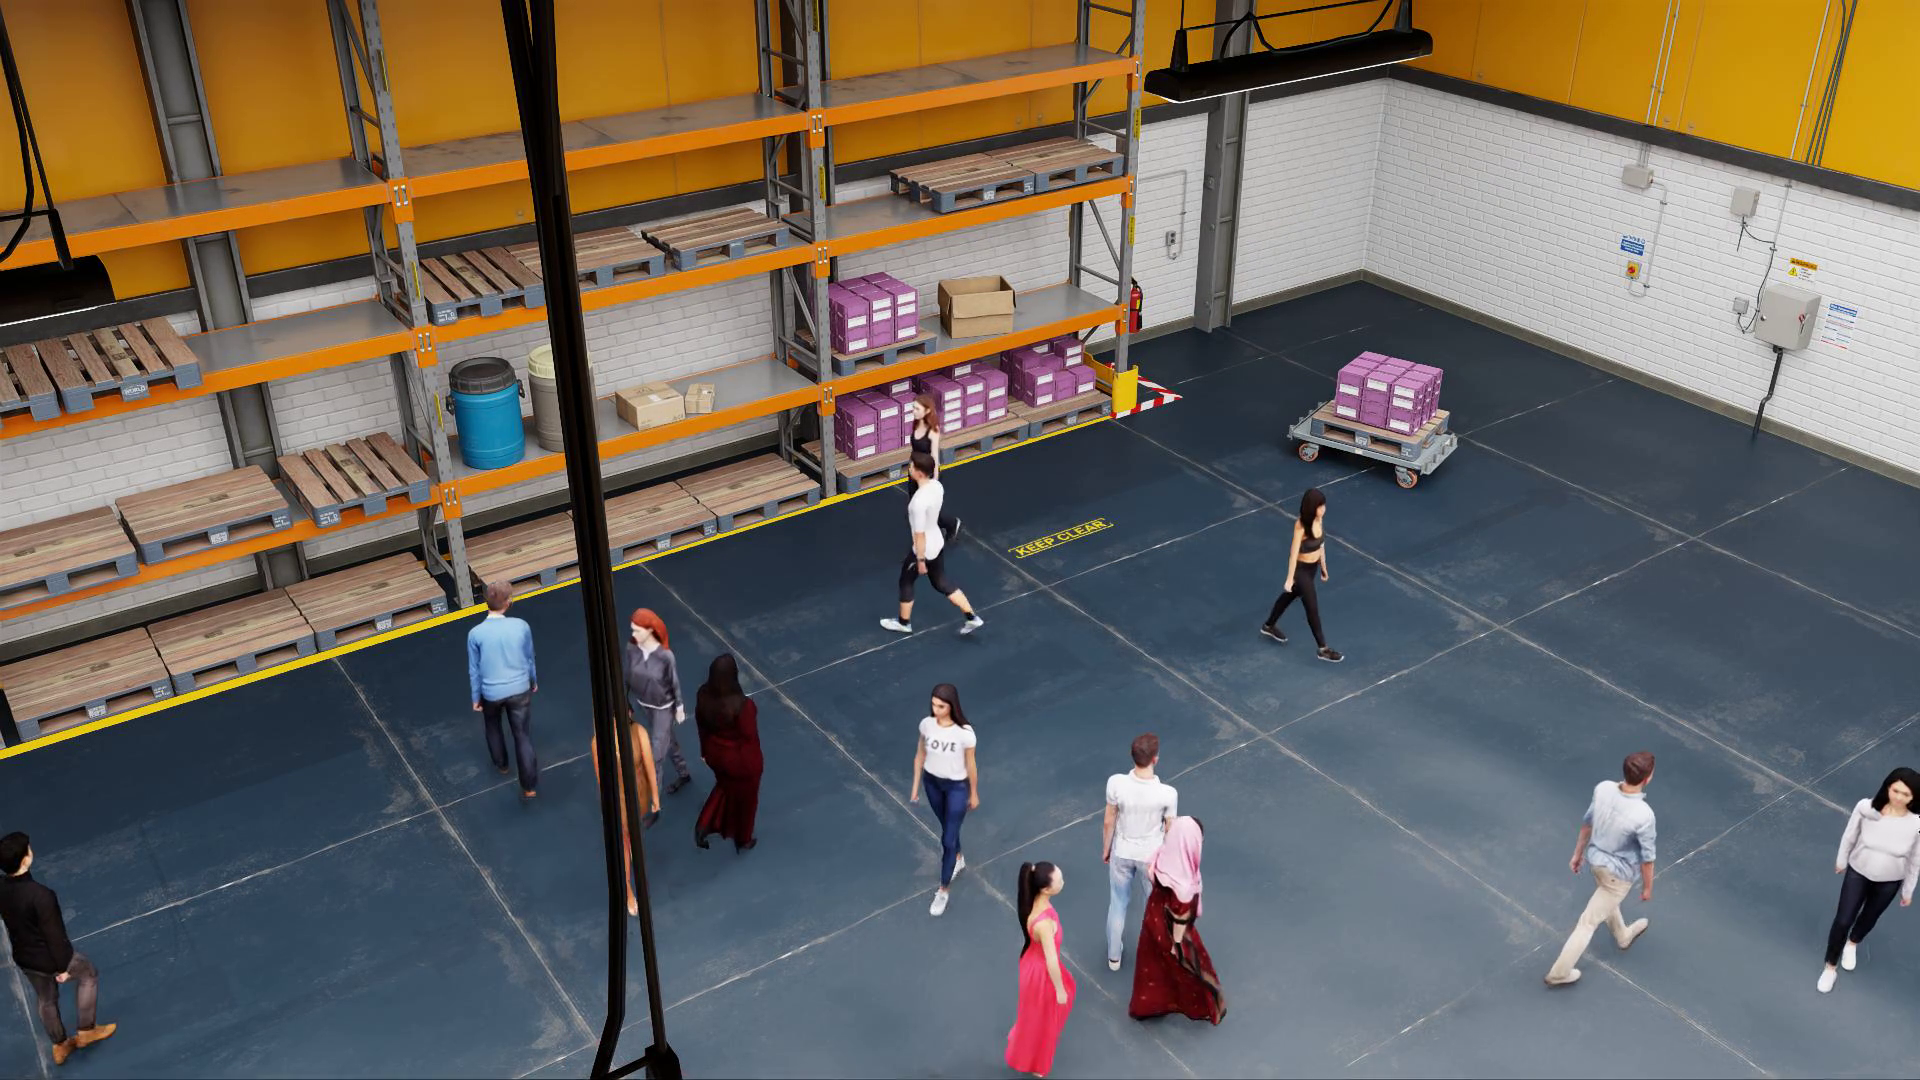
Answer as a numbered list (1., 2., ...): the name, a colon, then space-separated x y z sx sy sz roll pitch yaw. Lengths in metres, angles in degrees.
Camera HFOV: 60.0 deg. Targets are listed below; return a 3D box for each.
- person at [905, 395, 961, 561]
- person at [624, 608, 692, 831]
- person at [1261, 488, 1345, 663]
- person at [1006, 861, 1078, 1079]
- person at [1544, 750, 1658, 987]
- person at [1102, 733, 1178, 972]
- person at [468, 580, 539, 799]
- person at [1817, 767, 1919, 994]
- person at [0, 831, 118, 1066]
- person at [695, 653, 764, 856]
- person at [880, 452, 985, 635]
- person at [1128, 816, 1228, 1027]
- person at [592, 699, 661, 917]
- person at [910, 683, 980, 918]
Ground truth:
1. person: -0.267 -0.620 16.182 0.915 1.734 0.682 -25 37 -38
2. person: -2.274 1.256 12.738 0.861 1.738 1.070 15 32 26
3. person: 2.971 0.264 14.701 0.846 1.599 1.068 21 35 33
4. person: 0.414 2.670 10.174 0.824 1.710 0.761 -2 29 -4
5. person: 4.202 2.203 10.929 1.233 1.807 0.833 -12 31 -21
6. person: 1.190 2.097 11.077 0.733 1.852 0.756 9 30 16
7. person: -3.480 1.192 12.820 1.130 1.772 0.921 -11 31 -20
8. person: 6.115 2.184 11.098 0.840 1.679 0.968 14 31 23
9. person: -5.748 2.580 10.340 0.764 1.711 0.813 7 29 13
10. person: -1.707 1.617 12.067 0.794 1.747 0.878 19 34 31
11. person: -0.199 0.091 14.790 1.174 1.817 1.241 11 31 19
12. person: 1.283 2.459 10.644 0.980 1.631 0.841 -7 29 -13
13. person: -2.386 1.775 11.895 0.999 1.635 0.736 -11 31 -20
14. person: -0.044 1.732 11.853 0.852 1.751 0.999 15 32 25
